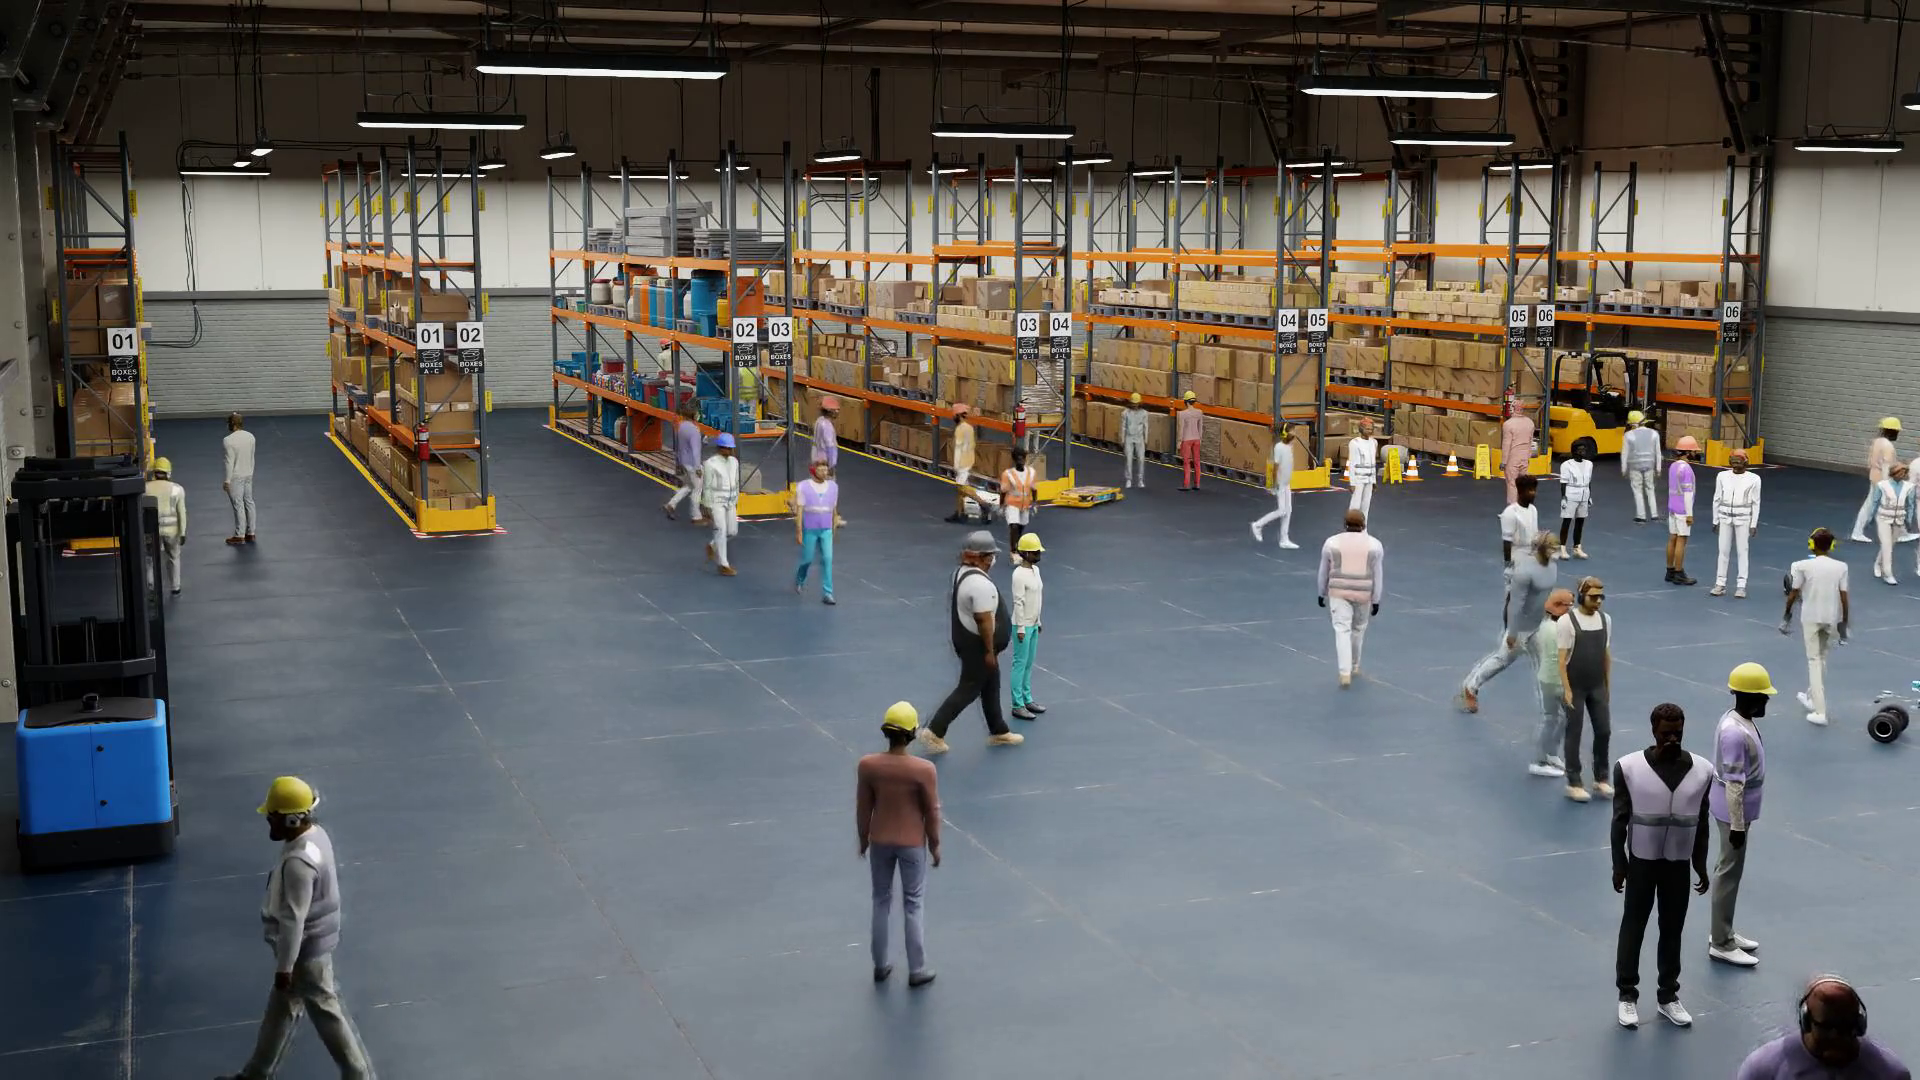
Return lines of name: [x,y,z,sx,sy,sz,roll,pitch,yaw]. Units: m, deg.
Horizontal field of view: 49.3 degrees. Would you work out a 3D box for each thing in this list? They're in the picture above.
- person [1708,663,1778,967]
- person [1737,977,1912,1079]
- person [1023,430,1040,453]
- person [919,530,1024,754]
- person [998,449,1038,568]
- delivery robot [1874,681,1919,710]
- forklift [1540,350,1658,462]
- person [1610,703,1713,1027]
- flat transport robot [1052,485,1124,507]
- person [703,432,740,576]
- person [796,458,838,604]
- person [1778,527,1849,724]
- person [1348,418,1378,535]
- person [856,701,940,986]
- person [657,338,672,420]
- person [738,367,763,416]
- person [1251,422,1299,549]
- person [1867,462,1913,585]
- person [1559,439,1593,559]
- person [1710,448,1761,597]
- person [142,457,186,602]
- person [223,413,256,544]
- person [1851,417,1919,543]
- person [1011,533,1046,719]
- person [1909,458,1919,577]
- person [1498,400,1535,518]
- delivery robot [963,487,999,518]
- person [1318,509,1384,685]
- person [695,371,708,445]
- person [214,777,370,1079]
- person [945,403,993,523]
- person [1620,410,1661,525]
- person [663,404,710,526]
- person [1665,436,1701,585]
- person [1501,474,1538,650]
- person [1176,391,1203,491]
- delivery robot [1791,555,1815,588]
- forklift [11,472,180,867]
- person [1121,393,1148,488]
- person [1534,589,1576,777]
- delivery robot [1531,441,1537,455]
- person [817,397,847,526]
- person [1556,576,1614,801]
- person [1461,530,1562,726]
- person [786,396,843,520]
person: [4.982,1.726,13.377,0.367,1.927,0.590,3,9,22]
person: [3.291,2.567,8.058,0.665,1.867,1.006,2,9,15]
person: [1.474,-2.438,42.116,0.500,1.633,0.283,-4,10,-26]
person: [0.087,0.896,18.676,0.966,2.000,0.692,-2,9,-13]
person: [0.802,-0.459,28.945,0.557,1.629,0.782,-4,10,-26]
delivery robot: [8.717,1.400,19.057,0.698,0.223,0.335,6,11,33]
forklift: [12.897,-2.725,42.309,2.313,2.155,1.214,-3,9,-21]
person: [4.112,1.890,12.315,0.591,1.919,0.390,-1,9,-4]
flat transport robot: [2.187,-0.756,35.559,0.652,0.197,1.431,5,10,30]
person: [-3.259,-0.505,28.262,0.649,1.928,0.618,7,11,40]
person: [-1.807,-0.138,26.167,0.580,1.820,0.754,-4,9,-24]
person: [8.131,0.786,19.986,0.520,1.825,0.914,-1,9,-4]
person: [5.925,-0.861,30.776,0.576,1.881,0.354,-7,11,-39]
person: [-0.372,1.869,12.969,0.533,1.767,0.323,3,9,17]
person: [-7.115,-3.916,50.814,0.407,1.986,0.619,7,11,40]
person: [-4.690,-3.160,46.291,0.666,1.825,0.603,-2,9,-13]
person: [4.631,-0.811,30.529,0.615,1.857,0.531,5,10,31]
person: [12.276,-0.257,27.692,0.541,1.600,0.819,0,9,-3]
person: [8.677,-0.576,29.485,0.540,1.695,0.317,-3,9,-22]
person: [9.808,-0.217,26.518,0.581,1.887,0.421,6,11,36]
person: [-9.981,-0.130,26.178,0.591,1.805,0.792,-2,9,-13]
person: [-10.662,-0.916,30.952,0.372,1.940,0.632,3,9,18]
person: [13.678,-0.877,30.900,0.986,1.874,0.606,1,9,4]
person: [0.658,0.809,20.028,0.313,1.768,0.528,3,9,21]
person: [12.971,-0.423,27.849,0.671,1.881,0.525,1,9,8]
person: [8.900,-1.299,33.610,0.641,1.910,0.401,-5,10,-31]
delivery robot: [0.341,-0.602,33.283,0.477,0.478,0.707,4,9,26]
person: [4.005,0.574,21.519,0.637,1.797,0.956,1,9,5]
person: [-5.638,-2.897,45.265,0.526,1.613,0.768,-2,9,-16]
person: [-3.562,2.134,11.132,0.852,1.788,0.617,-2,9,-12]
person: [0.153,-1.199,32.981,0.764,1.896,0.610,3,9,21]
person: [10.712,-1.150,33.012,0.631,1.795,0.415,-1,9,-5]
person: [-4.260,-1.170,32.714,0.640,1.922,0.633,-4,10,-27]
person: [9.499,-0.398,27.502,0.364,1.939,0.542,0,9,-2]
person: [6.221,0.228,23.239,0.361,1.964,0.612,8,12,43]
person: [4.070,-1.759,37.147,0.524,1.769,0.314,-5,10,-30]
delivery robot: [10.734,0.433,26.383,0.477,0.478,0.707,1,8,6]
forklift: [-6.630,0.886,15.957,1.129,2.768,1.873,-3,9,-21]
person: [3.126,-1.781,37.533,0.495,1.727,0.466,-1,9,-4]
person: [5.104,1.212,17.818,0.421,1.617,0.533,3,9,19]
delivery robot: [11.241,-1.884,41.828,0.477,0.478,0.707,-2,9,-10]
person: [-2.137,-1.208,32.581,0.649,2.033,0.640,-1,9,-7]
person: [5.114,1.212,17.107,0.525,1.840,0.422,-2,9,-15]
person: [5.295,0.792,19.866,0.654,1.871,1.108,-8,11,-41]
person: [-2.308,-1.291,33.264,0.828,2.009,0.635,-1,9,-6]
